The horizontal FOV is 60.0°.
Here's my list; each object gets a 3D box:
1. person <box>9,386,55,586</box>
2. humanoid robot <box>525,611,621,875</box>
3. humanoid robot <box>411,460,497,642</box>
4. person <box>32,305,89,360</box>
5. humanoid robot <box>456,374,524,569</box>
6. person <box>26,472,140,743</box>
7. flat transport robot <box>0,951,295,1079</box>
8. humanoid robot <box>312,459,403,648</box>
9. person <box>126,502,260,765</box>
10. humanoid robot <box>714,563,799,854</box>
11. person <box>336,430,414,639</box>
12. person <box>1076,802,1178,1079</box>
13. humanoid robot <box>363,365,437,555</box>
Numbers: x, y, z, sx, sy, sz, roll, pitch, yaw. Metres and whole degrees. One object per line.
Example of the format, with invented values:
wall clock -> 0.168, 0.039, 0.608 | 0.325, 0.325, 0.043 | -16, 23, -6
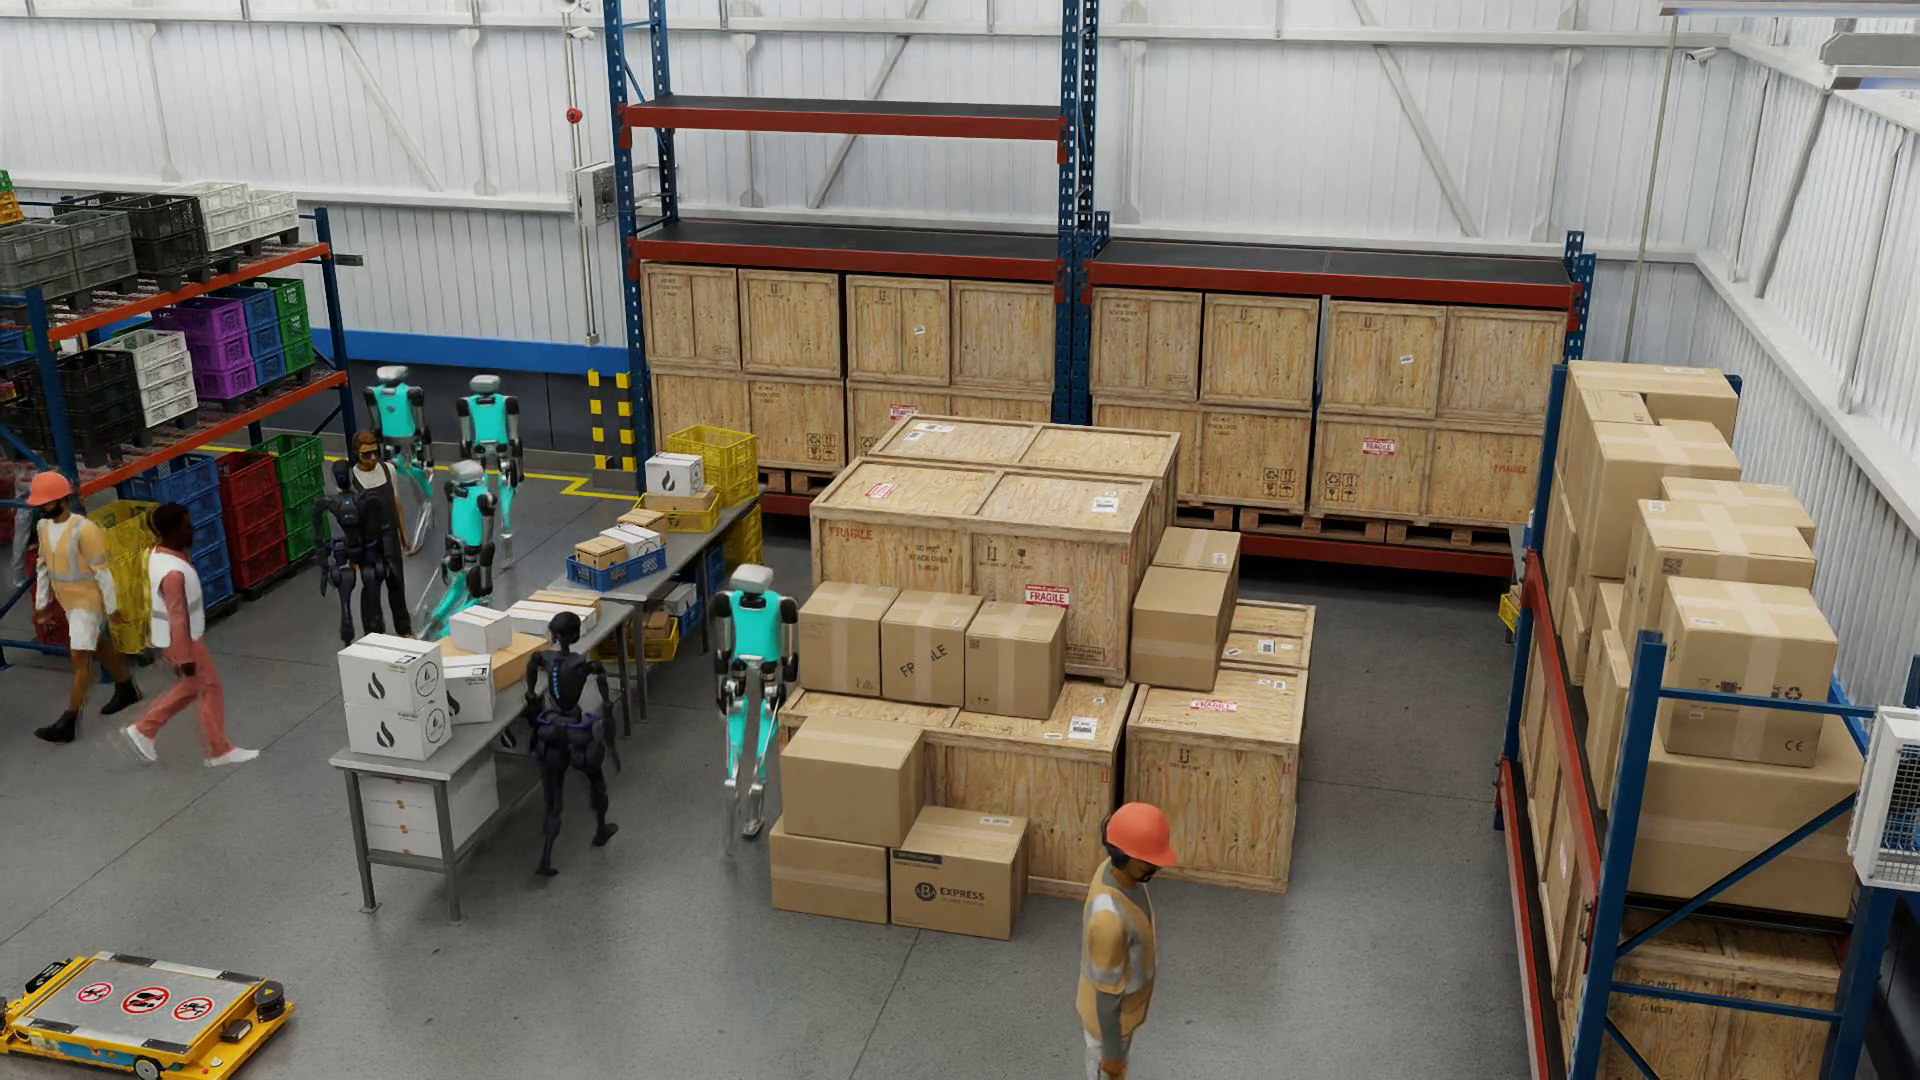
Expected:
person -> -7.952, -0.496, 14.351 | 0.492, 1.680, 0.940 | 5, 21, 13
humanoid robot -> -2.362, 1.213, 9.987 | 0.609, 1.650, 0.764 | 5, 21, 13
humanoid robot -> -3.735, 0.363, 12.078 | 0.530, 1.795, 0.800 | 17, 27, 38
person -> -9.713, -1.966, 17.998 | 0.566, 1.836, 0.384 | -6, 22, -16
humanoid robot -> -4.028, -0.450, 14.195 | 0.531, 1.756, 1.016 | -2, 21, -4
person -> -6.241, 0.452, 11.591 | 0.552, 1.893, 0.932 | 11, 24, 27
flat transport robot -> -4.270, 2.464, 8.601 | 1.431, 0.231, 0.659 | 5, 22, 13
humanoid robot -> -4.542, 0.189, 12.570 | 0.597, 1.657, 0.359 | -8, 22, -21
person -> -5.217, 0.658, 11.059 | 0.700, 1.896, 0.592 | -10, 23, -25
humanoid robot -> -1.296, 1.122, 10.196 | 0.537, 1.901, 0.712 | 4, 21, 10
person -> -4.482, 0.030, 12.777 | 0.336, 1.838, 0.508 | 14, 25, 32
person -> 0.711, 2.042, 7.237 | 0.400, 2.033, 0.607 | 4, 21, 12
humanoid robot -> -4.944, -0.800, 15.139 | 0.543, 1.794, 0.929 | 2, 21, 4
